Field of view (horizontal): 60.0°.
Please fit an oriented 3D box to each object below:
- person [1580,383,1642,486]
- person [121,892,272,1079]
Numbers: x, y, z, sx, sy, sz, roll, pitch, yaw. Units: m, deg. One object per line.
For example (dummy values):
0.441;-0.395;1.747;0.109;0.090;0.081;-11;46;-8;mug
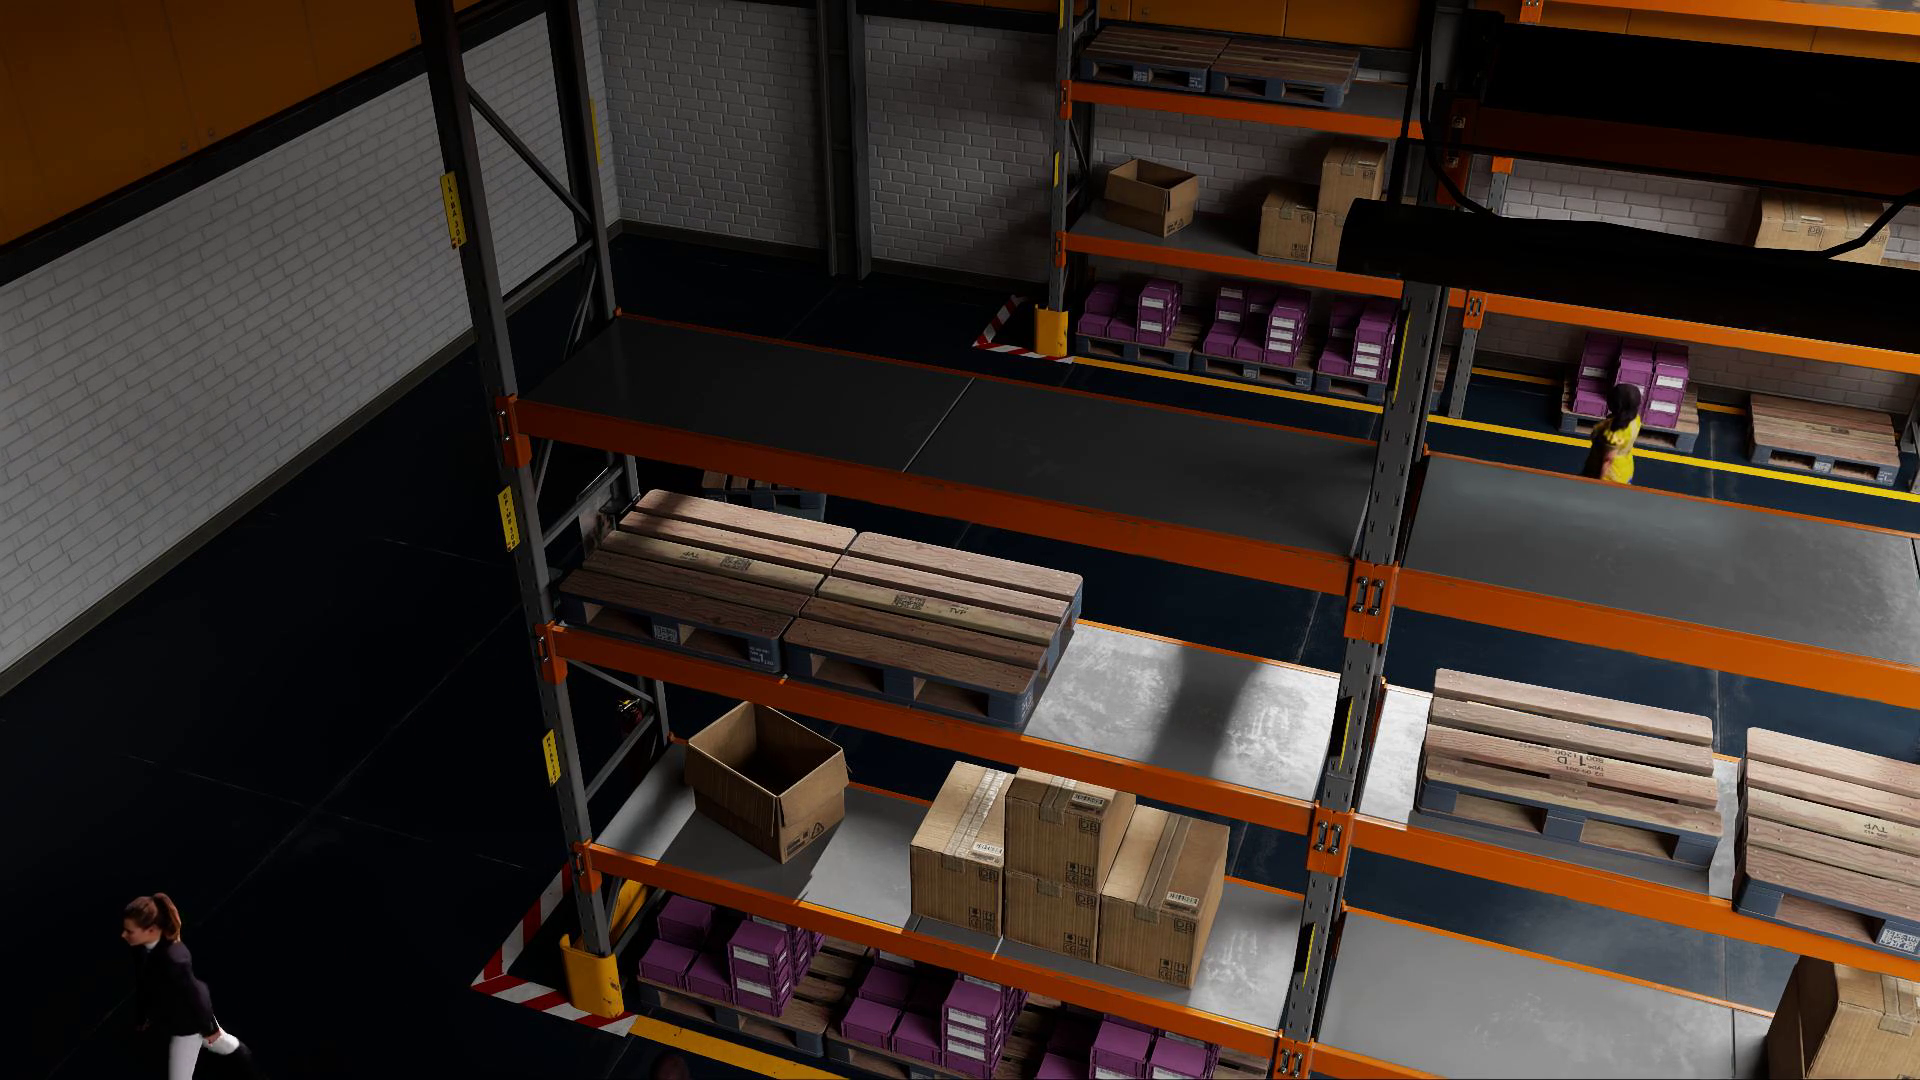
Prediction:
5.222;-0.513;13.344;1.046;1.667;0.965;22;40;30;person
-4.005;2.492;8.800;1.053;1.693;0.870;24;40;31;person
